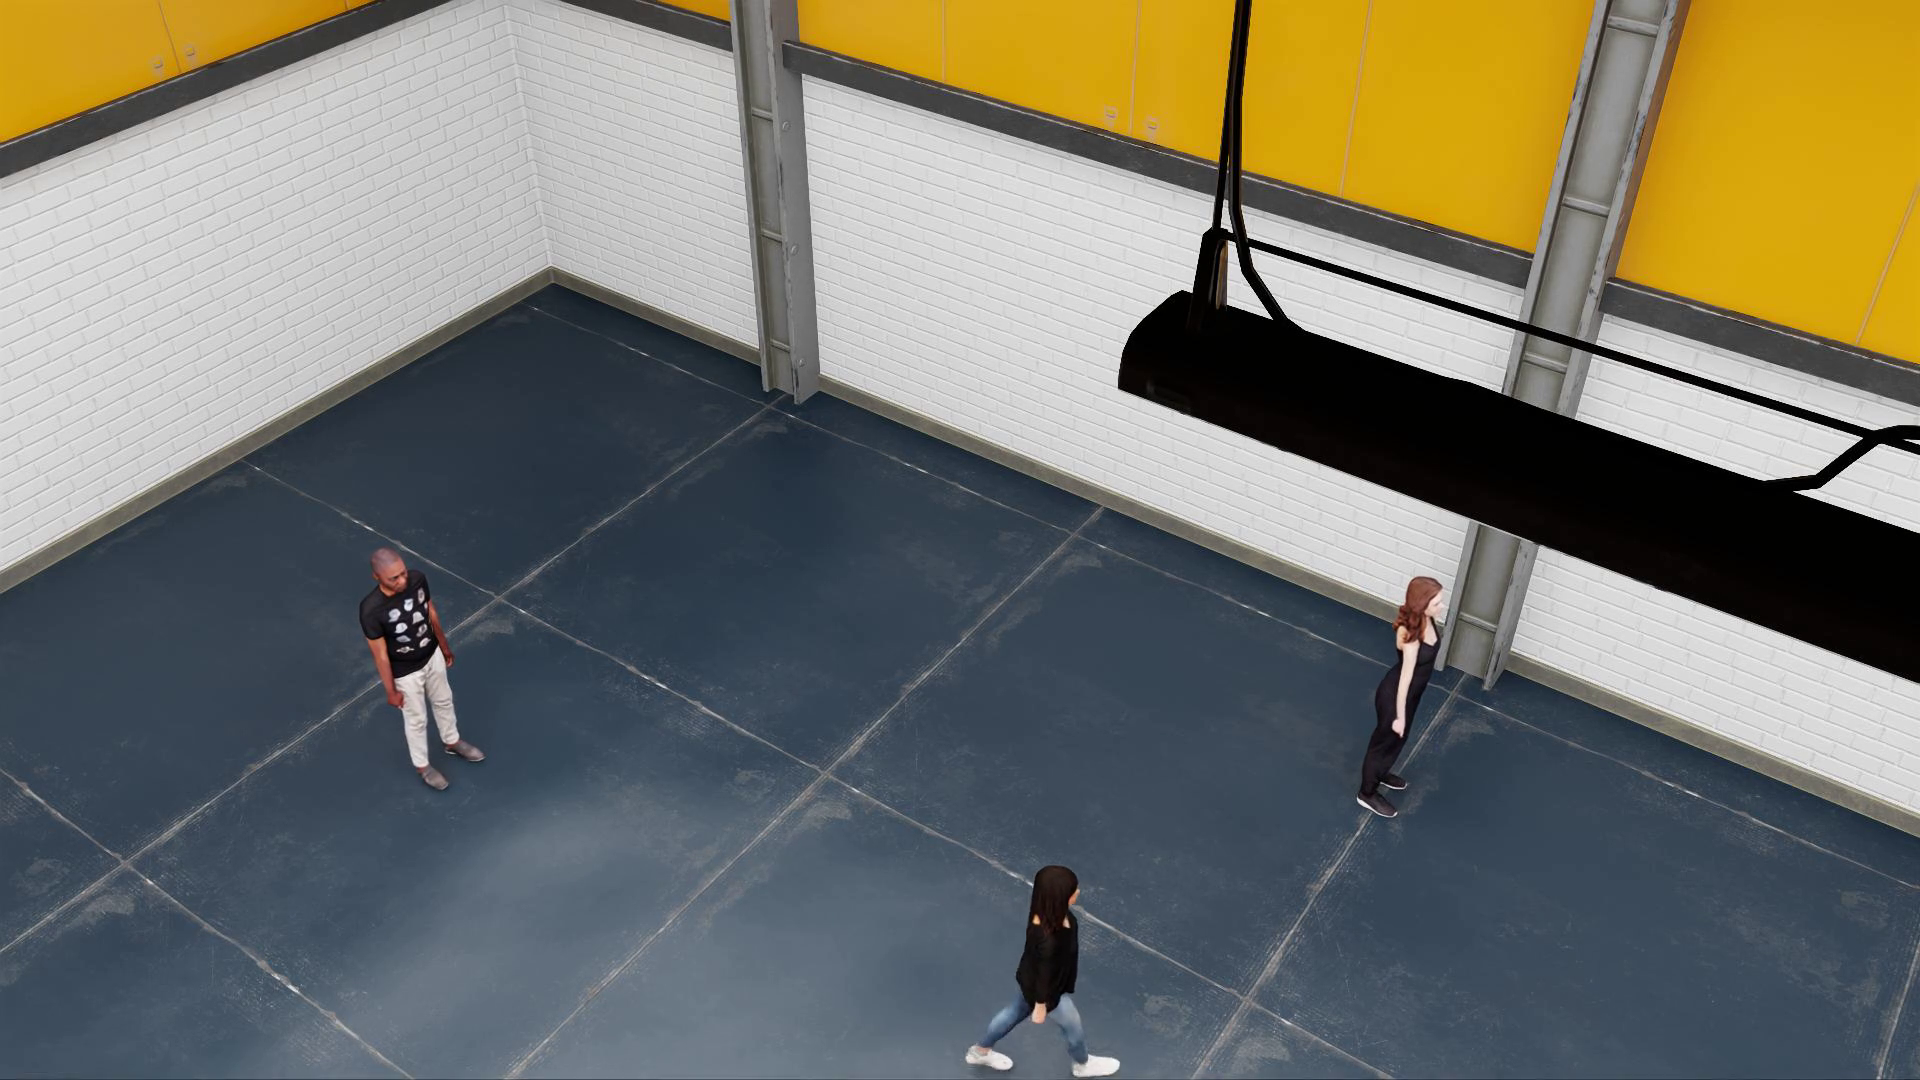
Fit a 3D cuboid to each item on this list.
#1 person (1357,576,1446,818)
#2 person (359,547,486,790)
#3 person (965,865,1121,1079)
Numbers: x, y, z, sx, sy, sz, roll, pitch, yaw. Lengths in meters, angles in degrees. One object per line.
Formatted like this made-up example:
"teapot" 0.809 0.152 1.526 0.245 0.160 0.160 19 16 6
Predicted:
"person" 2.632 0.903 9.943 0.545 1.747 0.595 19 42 22
"person" -3.328 0.741 10.102 0.624 1.801 0.672 20 43 23
"person" 0.350 2.215 8.410 1.107 1.611 0.991 -2 39 -3
